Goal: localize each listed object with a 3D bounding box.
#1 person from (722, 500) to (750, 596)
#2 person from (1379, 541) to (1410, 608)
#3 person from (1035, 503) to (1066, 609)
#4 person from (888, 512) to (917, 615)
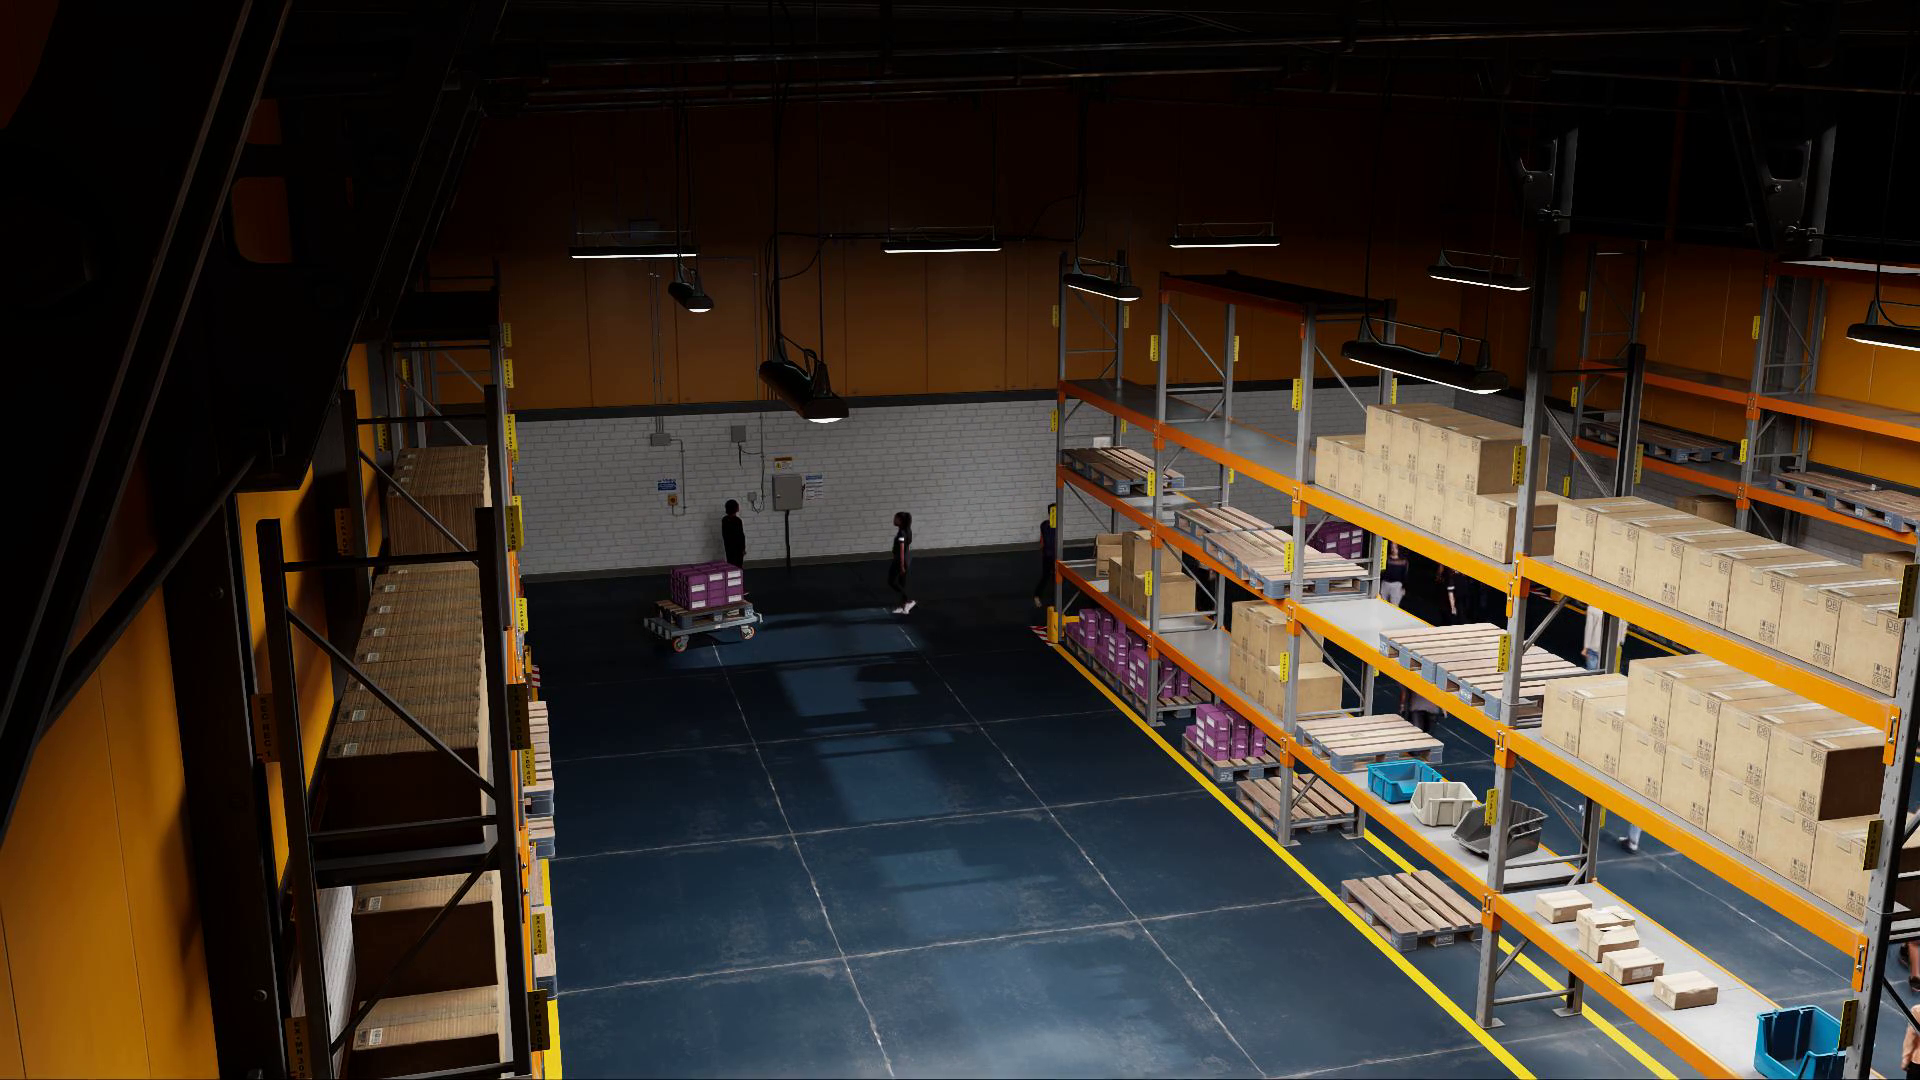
[{"bbox_3d":[-3.850,0.125,28.345,0.679,1.674,0.743,8,16,30],"label":"person"},{"bbox_3d":[6.701,0.777,25.829,0.880,1.592,0.952,7,15,26],"label":"person"},{"bbox_3d":[1.476,0.286,27.478,1.095,1.768,1.122,9,16,33],"label":"person"},{"bbox_3d":[-0.872,0.385,27.171,0.800,1.721,0.746,2,14,8],"label":"person"}]
